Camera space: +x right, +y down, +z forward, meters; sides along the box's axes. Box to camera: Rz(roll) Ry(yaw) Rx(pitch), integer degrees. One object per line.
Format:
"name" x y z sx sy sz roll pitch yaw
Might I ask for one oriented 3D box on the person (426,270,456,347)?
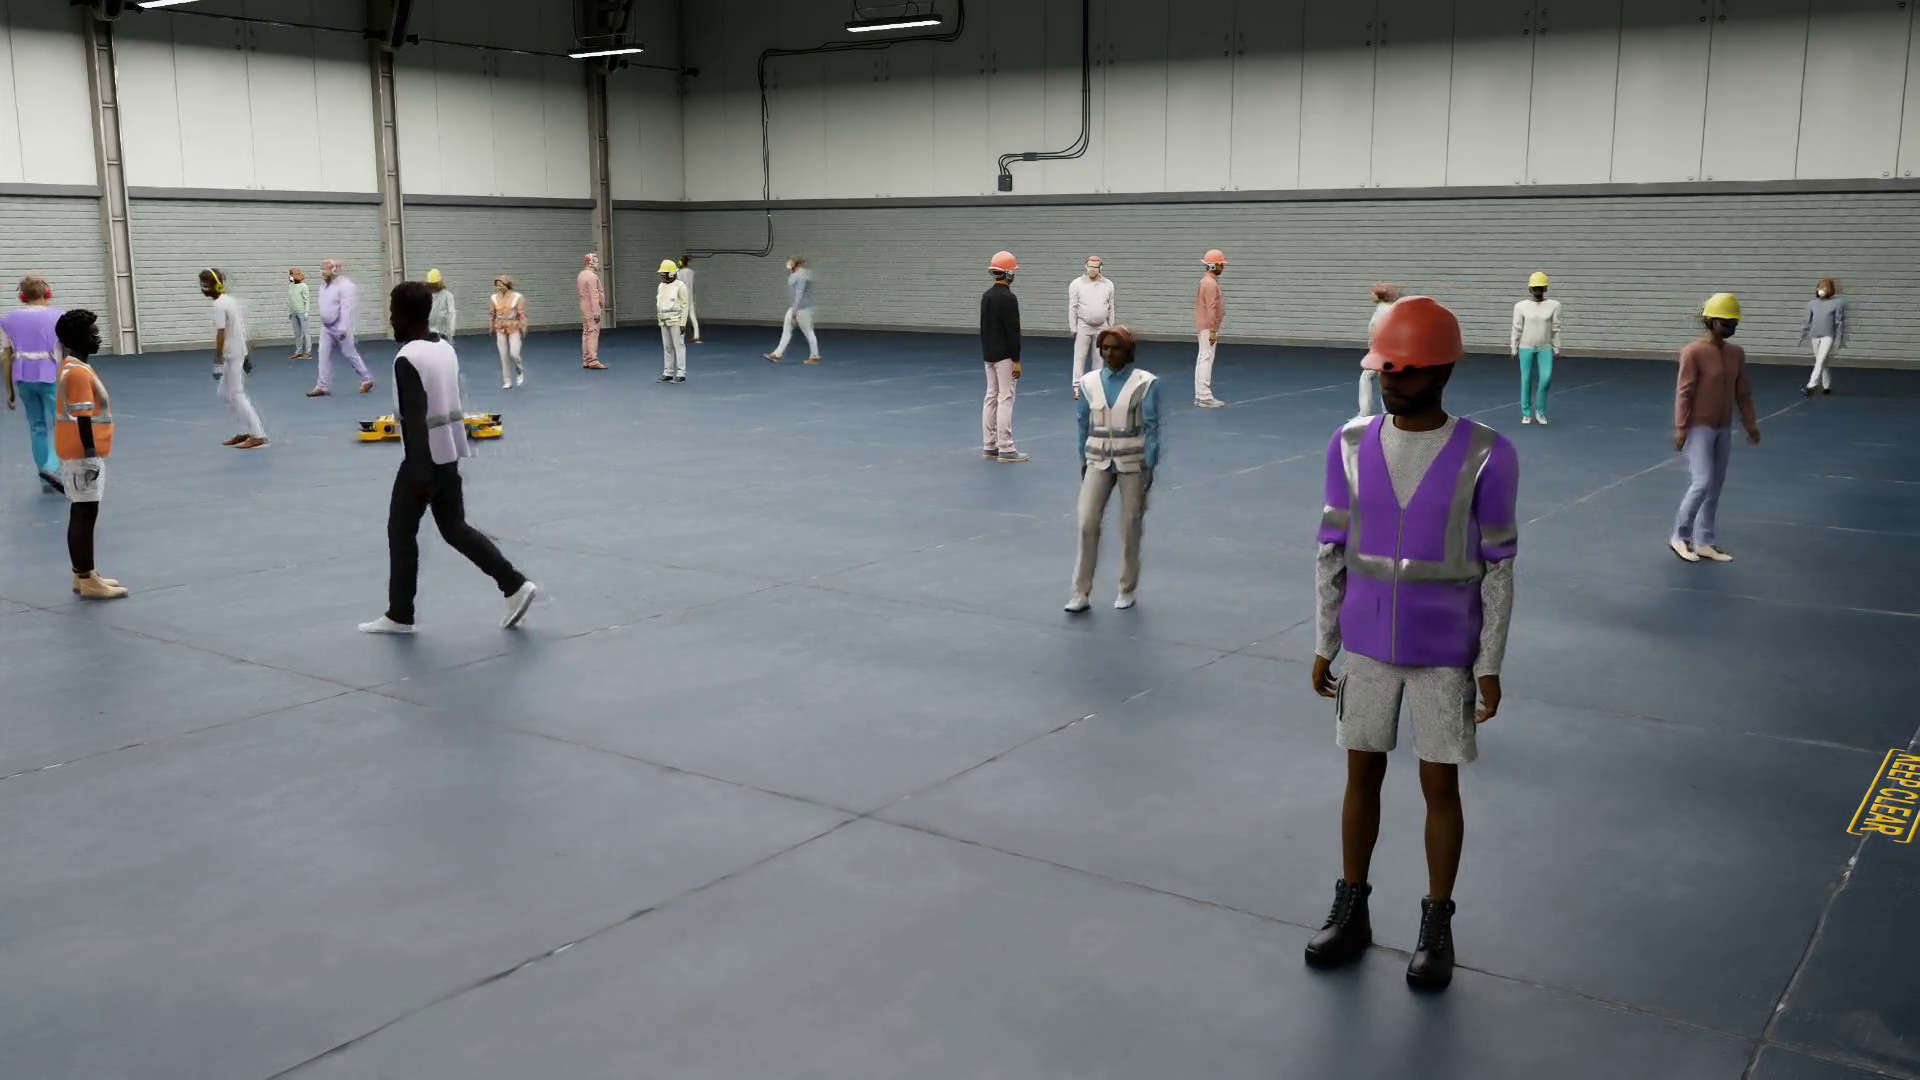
"person" -7.477 -3.019 23.870 0.508 1.674 0.919 -1 10 -6

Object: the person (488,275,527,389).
"person" -6.455 -2.966 23.757 0.566 1.618 0.366 1 10 4

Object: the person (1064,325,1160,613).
"person" 0.847 -0.378 9.301 0.524 1.618 0.657 4 11 23

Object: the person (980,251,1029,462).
"person" 0.409 -1.744 15.881 0.372 1.996 0.620 -5 11 -27

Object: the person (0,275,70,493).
"person" -7.614 -1.269 13.732 0.581 1.814 0.637 -1 10 -6

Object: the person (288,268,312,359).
"person" -11.931 -4.083 30.002 0.507 1.633 0.278 5 12 28

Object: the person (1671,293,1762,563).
"person" 4.916 -0.726 10.850 0.544 1.760 0.372 -5 11 -27

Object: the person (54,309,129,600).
"person" -5.132 -0.501 9.760 0.321 1.696 0.537 -6 12 -31

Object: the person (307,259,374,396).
"person" -8.539 -2.922 22.861 0.649 1.869 0.958 5 11 28

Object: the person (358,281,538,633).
"person" -2.751 -0.426 8.826 0.895 1.891 0.600 1 10 5

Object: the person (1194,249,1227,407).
"person" 3.195 -2.698 21.230 0.394 1.994 0.612 0 10 -1

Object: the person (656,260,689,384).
"person" -4.287 -3.236 24.711 0.591 1.829 0.404 8 13 39

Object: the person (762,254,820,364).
"person" -2.863 -3.938 28.457 1.022 1.884 0.655 -5 11 -25

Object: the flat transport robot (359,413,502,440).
"flat transport robot" -5.646 -1.223 17.794 1.431 0.197 0.652 -3 10 -15

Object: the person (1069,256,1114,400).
"person" 1.765 -2.816 22.154 0.640 1.904 0.401 -2 10 -13

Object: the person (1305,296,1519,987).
"person" 1.246 0.292 4.652 0.550 1.933 0.374 6 12 31

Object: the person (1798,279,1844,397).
"person" 11.642 -2.729 22.536 0.868 1.579 0.518 -6 12 -32

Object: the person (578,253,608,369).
"person" -6.072 -3.776 27.517 0.405 1.906 0.653 -6 12 -29

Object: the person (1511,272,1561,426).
"person" 6.567 -2.172 18.972 0.543 1.745 0.599 3 10 14

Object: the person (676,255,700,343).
"person" -5.816 -5.055 34.923 0.971 1.819 0.554 8 13 40

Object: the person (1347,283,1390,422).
"person" 4.708 -2.125 19.052 0.648 1.613 0.547 2 10 14

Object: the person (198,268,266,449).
"person" -7.325 -1.816 16.752 0.552 1.827 0.535 -4 11 -20
